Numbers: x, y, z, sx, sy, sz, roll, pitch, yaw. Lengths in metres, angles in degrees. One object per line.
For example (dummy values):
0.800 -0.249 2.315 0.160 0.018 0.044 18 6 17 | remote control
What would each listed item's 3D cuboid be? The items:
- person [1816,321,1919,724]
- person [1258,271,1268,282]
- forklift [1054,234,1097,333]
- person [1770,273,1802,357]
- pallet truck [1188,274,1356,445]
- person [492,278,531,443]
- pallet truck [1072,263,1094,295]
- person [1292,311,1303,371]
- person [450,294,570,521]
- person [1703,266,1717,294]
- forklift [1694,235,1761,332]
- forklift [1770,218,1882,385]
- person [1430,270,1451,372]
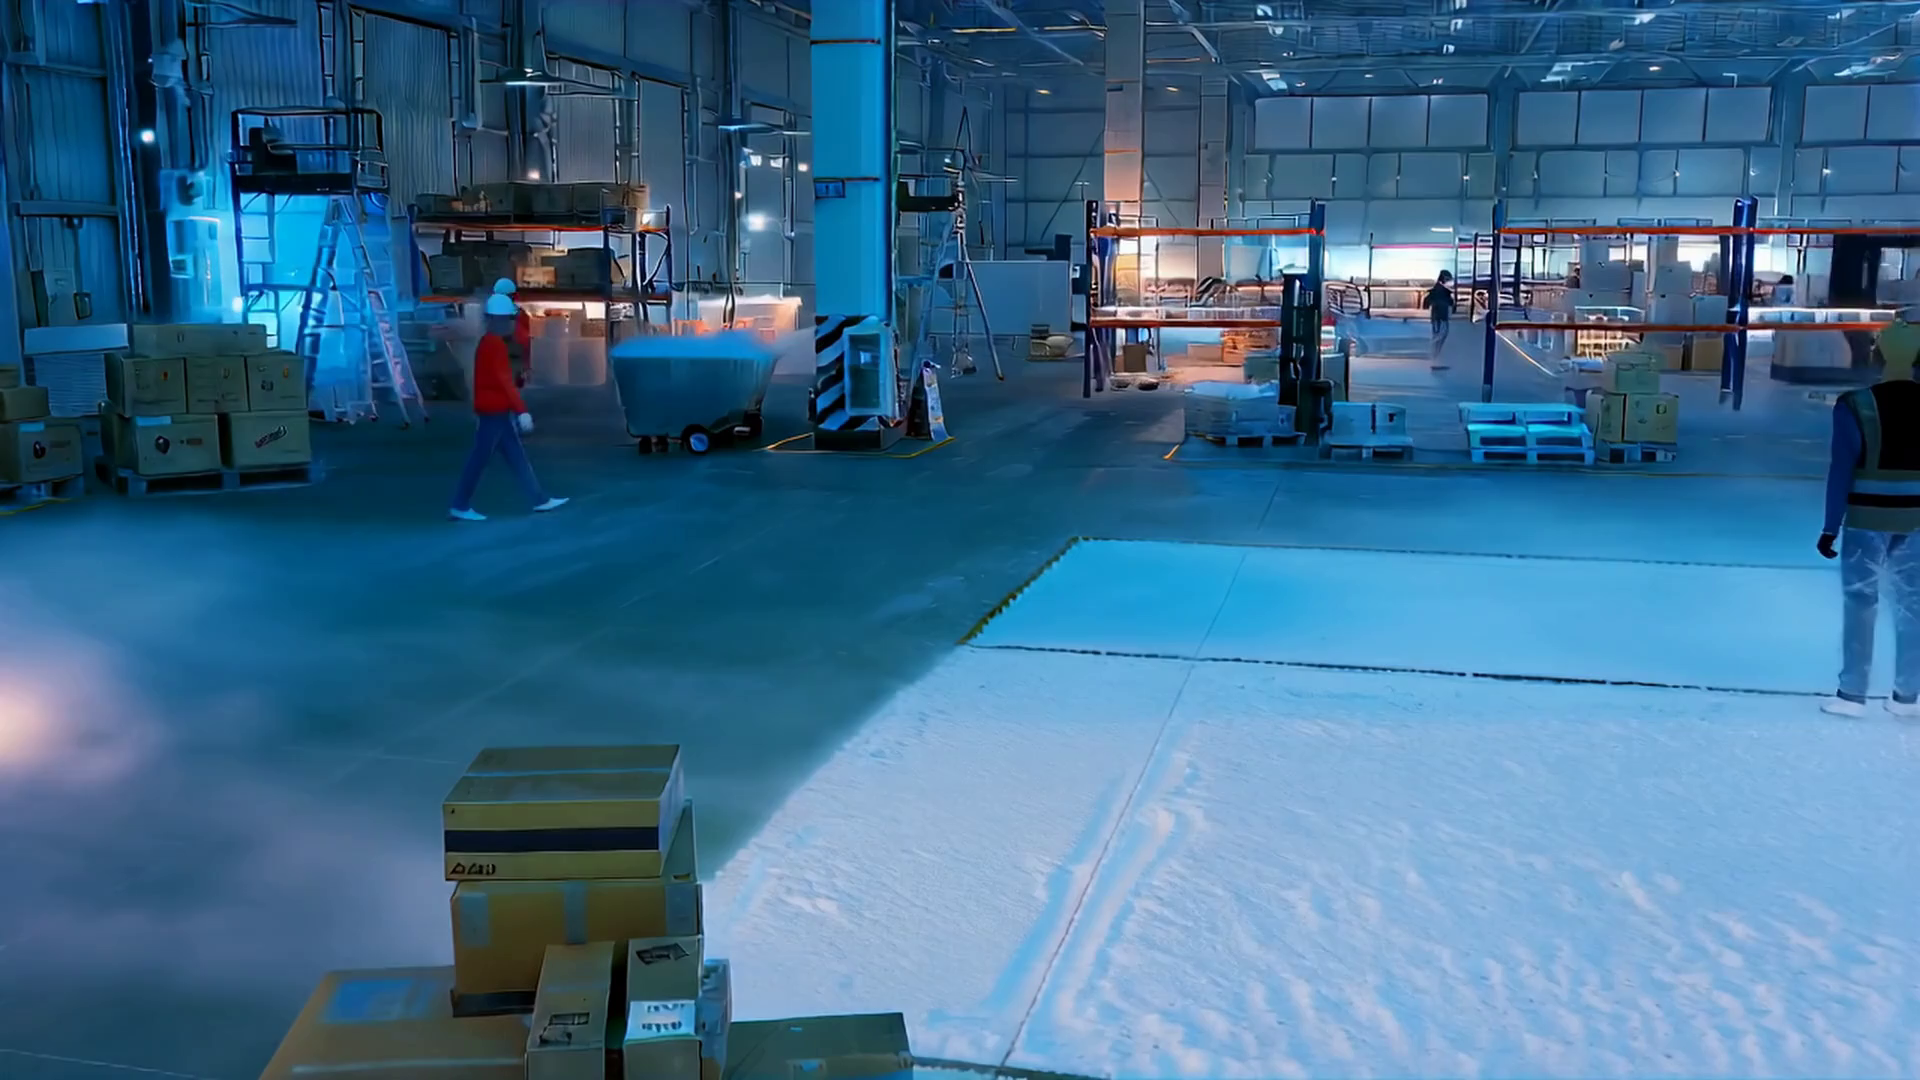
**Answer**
4.317 -0.073 7.759 0.584 1.882 0.337 0 10 2 | person
10.883 -8.759 59.454 0.532 1.697 0.319 -6 11 -30 | person
2.933 -7.338 47.611 1.873 2.768 1.129 2 10 14 | forklift
17.693 -4.787 35.648 0.627 1.843 0.429 8 13 41 | person
3.653 -2.138 19.590 1.885 1.965 0.823 -4 10 -20 | pallet truck
-5.302 -2.104 19.569 0.552 1.935 0.370 5 11 27 | person
4.325 -8.180 55.162 0.823 1.965 1.885 6 11 31 | pallet truck
6.615 -4.100 31.922 0.330 1.735 0.485 6 11 32 | person
-3.804 -1.094 13.825 1.016 1.866 0.602 -3 10 -20 | person
22.879 -7.398 50.787 0.362 1.929 0.629 6 11 30 | person
22.425 -7.519 48.677 1.873 2.768 1.129 2 10 14 | forklift
15.083 -4.085 28.456 1.873 2.768 1.129 2 10 14 | forklift
9.226 -4.195 31.871 0.358 1.938 0.636 6 11 32 | person
